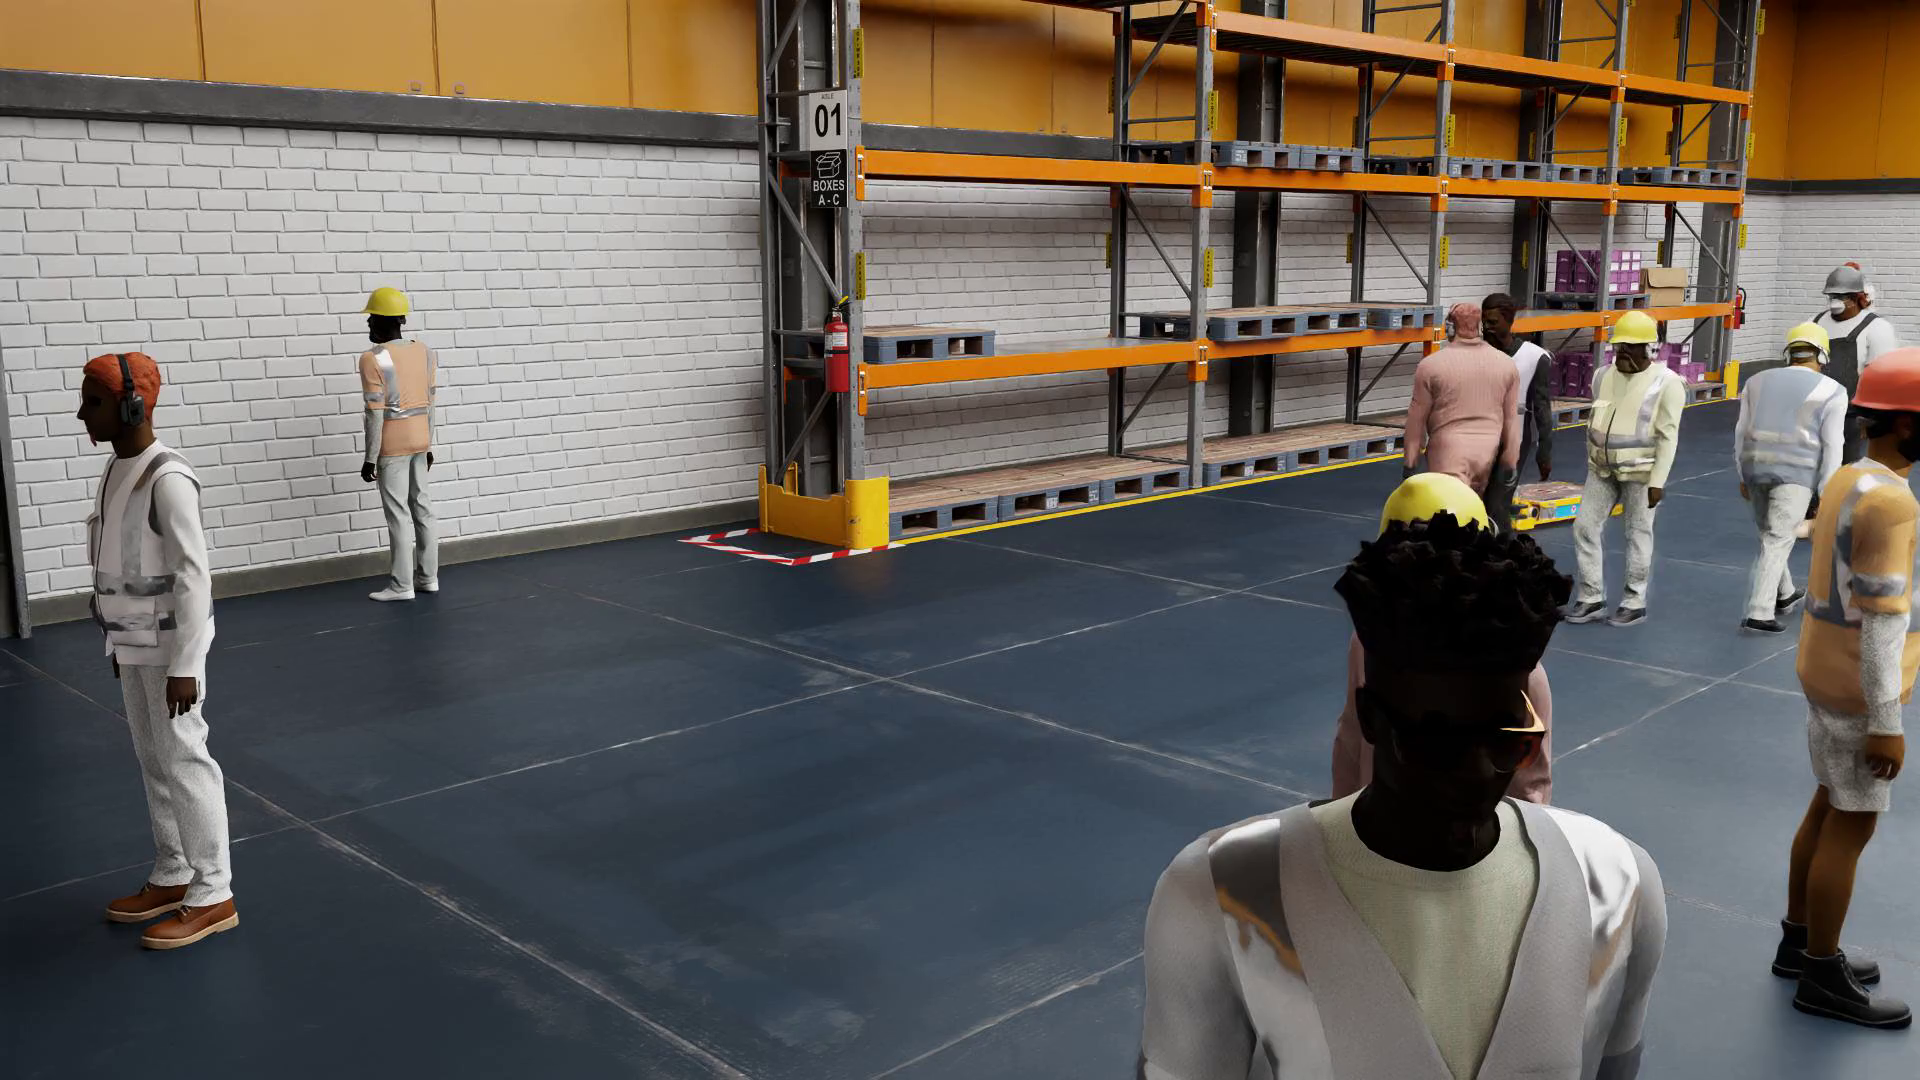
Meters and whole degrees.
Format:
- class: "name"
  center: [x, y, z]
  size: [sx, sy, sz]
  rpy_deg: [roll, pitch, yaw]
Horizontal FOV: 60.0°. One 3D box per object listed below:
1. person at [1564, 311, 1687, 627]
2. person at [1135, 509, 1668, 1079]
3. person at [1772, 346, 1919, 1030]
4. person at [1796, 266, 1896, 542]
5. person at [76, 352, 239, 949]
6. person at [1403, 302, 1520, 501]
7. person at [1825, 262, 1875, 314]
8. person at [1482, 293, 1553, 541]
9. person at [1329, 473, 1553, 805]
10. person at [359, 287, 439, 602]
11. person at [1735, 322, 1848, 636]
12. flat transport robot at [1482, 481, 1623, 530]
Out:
- class: "person"
  center: [3.734, -0.385, 9.446]
  size: [0.591, 1.811, 0.609]
  rpy_deg: [-7, 13, -34]
- class: "person"
  center: [0.492, 0.928, 1.887]
  size: [0.614, 1.962, 0.366]
  rpy_deg: [-2, 11, -9]
- class: "person"
  center: [2.609, 0.414, 4.772]
  size: [0.376, 1.937, 0.544]
  rpy_deg: [3, 11, 17]
- class: "person"
  center: [6.326, -0.972, 12.043]
  size: [0.535, 2.000, 0.712]
  rpy_deg: [-6, 12, -31]
- class: "person"
  center: [-2.555, 0.347, 5.280]
  size: [0.337, 1.882, 0.583]
  rpy_deg: [-10, 14, -43]
- class: "person"
  center: [3.022, -0.512, 10.082]
  size: [0.653, 1.845, 1.024]
  rpy_deg: [-1, 10, -8]
- class: "person"
  center: [12.117, -2.843, 22.700]
  size: [0.634, 1.868, 0.630]
  rpy_deg: [3, 11, 14]
- class: "person"
  center: [3.230, -0.551, 10.141]
  size: [0.736, 1.888, 0.625]
  rpy_deg: [-7, 13, -34]
- class: "person"
  center: [0.967, 0.733, 3.502]
  size: [0.318, 1.766, 0.534]
  rpy_deg: [-7, 12, -33]
- class: "person"
  center: [-3.453, -0.582, 10.221]
  size: [0.365, 1.929, 0.588]
  rpy_deg: [4, 11, 22]
- class: "person"
  center: [4.763, -0.361, 9.546]
  size: [1.018, 1.737, 0.605]
  rpy_deg: [-7, 13, -35]
- class: "flat transport robot"
  center: [4.572, -0.286, 13.132]
  size: [1.431, 0.197, 0.652]
  rpy_deg: [-7, 13, -35]
